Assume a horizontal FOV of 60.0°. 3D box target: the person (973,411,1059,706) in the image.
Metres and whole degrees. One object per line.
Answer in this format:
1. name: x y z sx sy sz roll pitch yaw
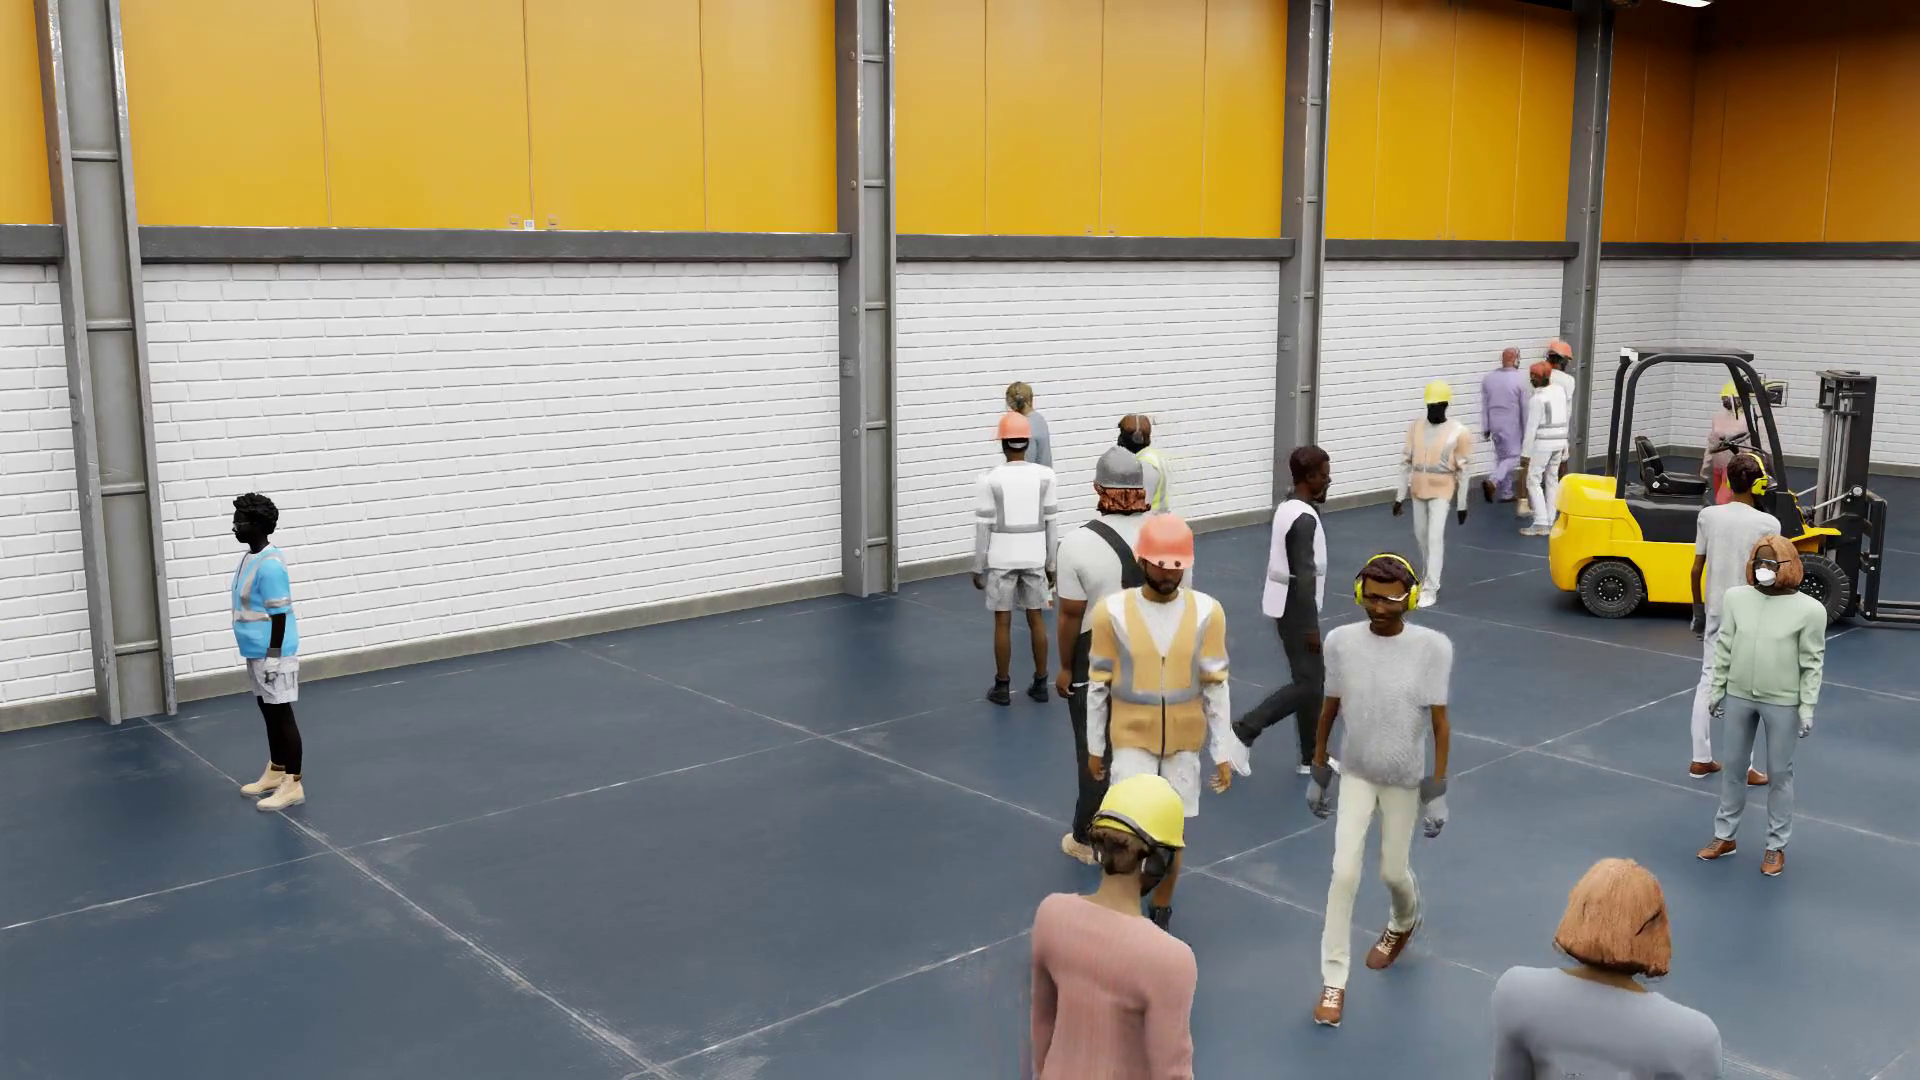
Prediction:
1. person: 0.366 0.123 10.927 0.553 1.934 0.376 -2 10 -13

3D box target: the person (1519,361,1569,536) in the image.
1. person: 6.193 -0.953 17.513 0.646 1.858 0.388 -6 11 -30

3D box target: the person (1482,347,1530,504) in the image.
1. person: 6.436 -1.339 19.646 0.761 1.882 0.654 -7 12 -34

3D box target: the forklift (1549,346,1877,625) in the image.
1. forklift: 6.109 -0.478 13.691 2.313 2.155 1.214 3 10 16

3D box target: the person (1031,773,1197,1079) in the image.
1. person: 0.393 1.413 4.023 0.754 1.708 0.579 -9 13 -42

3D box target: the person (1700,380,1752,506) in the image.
1. person: 7.672 -0.725 16.465 0.759 1.741 0.529 -3 10 -14

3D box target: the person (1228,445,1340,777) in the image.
1. person: 1.873 0.416 9.301 0.716 1.901 0.636 1 10 7

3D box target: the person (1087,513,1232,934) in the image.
1. person: 0.819 0.828 6.829 0.567 1.916 0.460 -1 10 -3

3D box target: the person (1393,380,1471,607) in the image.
1. person: 4.029 -0.407 14.151 0.581 1.928 0.608 -9 13 -41

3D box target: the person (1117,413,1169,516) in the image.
1. person: 1.357 -0.011 12.046 0.688 1.822 0.627 0 10 -2

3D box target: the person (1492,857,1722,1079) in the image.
1. person: 1.406 1.514 3.725 0.502 1.613 0.548 7 12 34

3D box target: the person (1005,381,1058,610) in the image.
1. person: 0.590 -0.369 13.882 0.432 1.917 0.661 2 10 9

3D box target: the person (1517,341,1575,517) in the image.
1. person: 6.696 -1.252 18.830 1.068 1.971 0.643 -7 12 -34

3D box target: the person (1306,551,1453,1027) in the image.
1. person: 1.656 0.925 6.561 0.577 1.838 0.800 4 11 24

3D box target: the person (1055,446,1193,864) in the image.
1. person: 0.746 0.551 8.113 0.682 2.000 0.538 -3 10 -19

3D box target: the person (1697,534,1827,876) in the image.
1. person: 3.842 0.779 7.966 0.280 1.634 0.498 -9 13 -42

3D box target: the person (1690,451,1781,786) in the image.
1. person: 4.320 0.436 9.283 0.332 1.872 0.514 -6 11 -32

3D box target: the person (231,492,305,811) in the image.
1. person: -3.716 0.589 8.900 0.317 1.696 0.539 -7 12 -35
